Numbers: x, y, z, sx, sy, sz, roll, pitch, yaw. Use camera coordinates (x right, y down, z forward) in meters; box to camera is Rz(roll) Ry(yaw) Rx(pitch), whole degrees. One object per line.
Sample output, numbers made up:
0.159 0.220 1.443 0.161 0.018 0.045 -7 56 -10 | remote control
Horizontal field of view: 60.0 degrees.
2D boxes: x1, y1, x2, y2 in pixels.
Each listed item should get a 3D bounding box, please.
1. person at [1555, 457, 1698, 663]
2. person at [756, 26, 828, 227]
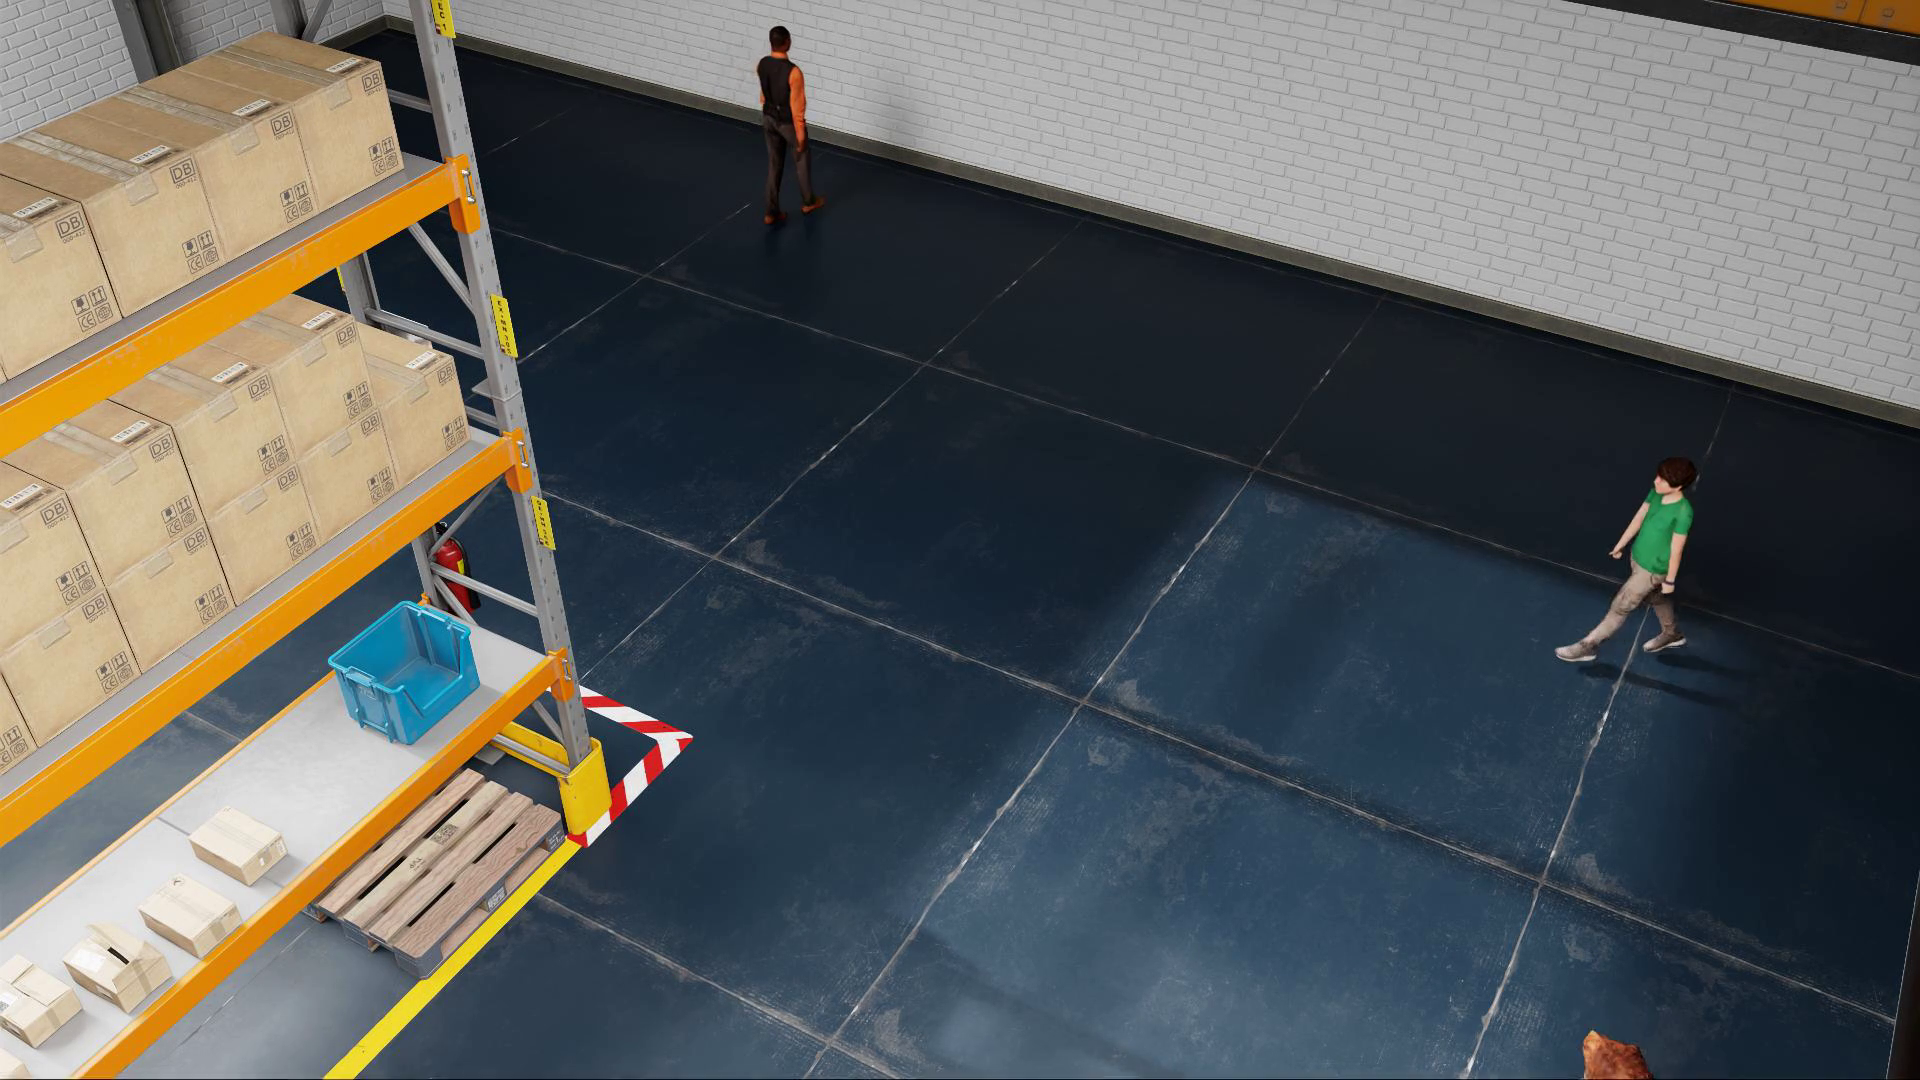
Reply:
4.546 0.152 10.750 1.064 1.609 1.136 -3 39 -3 | person
-1.691 -3.825 15.503 0.745 1.892 1.002 23 44 26 | person
